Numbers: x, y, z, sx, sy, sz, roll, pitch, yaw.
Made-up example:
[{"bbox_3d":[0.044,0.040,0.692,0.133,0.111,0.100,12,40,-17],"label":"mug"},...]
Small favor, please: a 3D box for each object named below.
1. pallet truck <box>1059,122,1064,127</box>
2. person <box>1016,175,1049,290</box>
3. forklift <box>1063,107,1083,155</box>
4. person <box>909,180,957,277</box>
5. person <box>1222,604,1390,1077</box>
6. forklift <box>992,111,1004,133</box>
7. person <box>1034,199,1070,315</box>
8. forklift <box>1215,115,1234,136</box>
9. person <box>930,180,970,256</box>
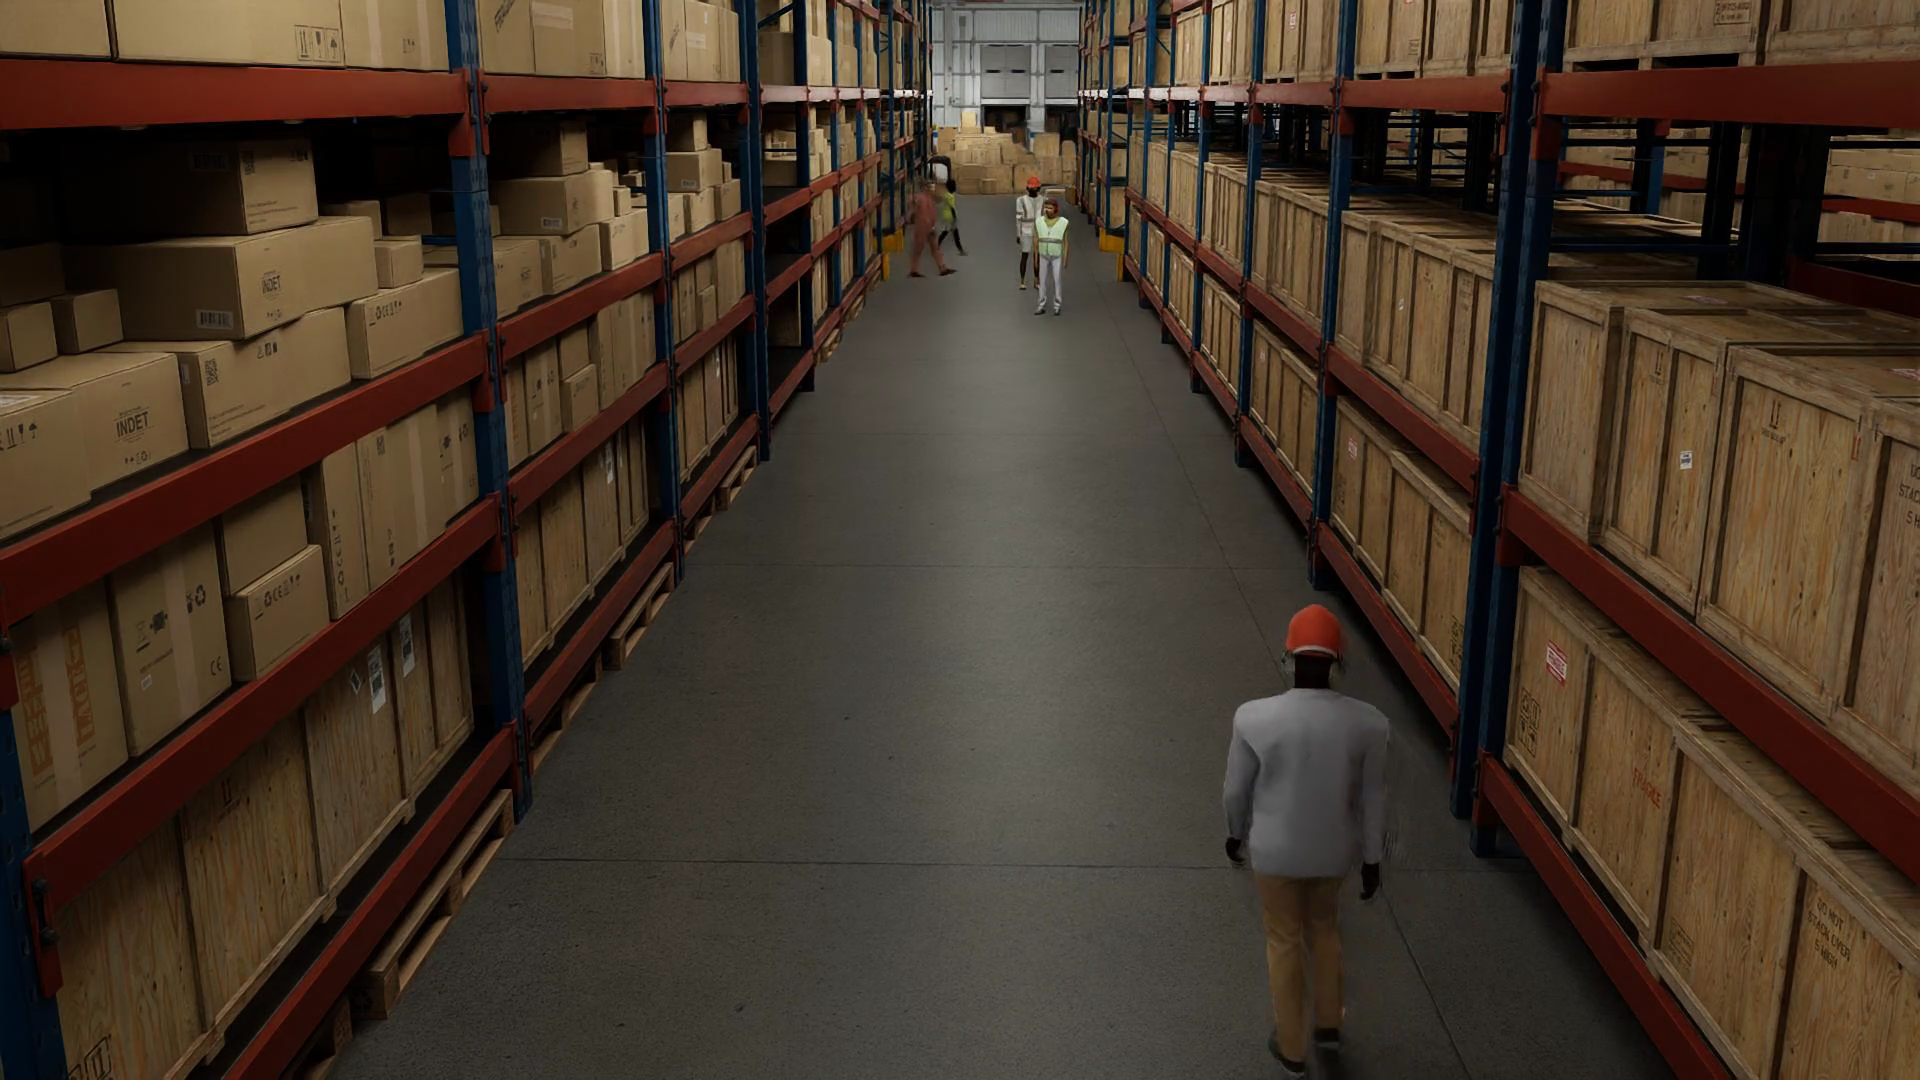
[{"bbox_3d":[5.788,-21.111,88.014,1.885,1.965,0.823,5,16,18],"label":"pallet truck"},{"bbox_3d":[1.313,-5.515,29.906,0.609,2.040,0.394,-2,15,-9],"label":"person"},{"bbox_3d":[5.273,-18.648,77.176,1.129,2.768,1.873,-7,17,-24],"label":"forklift"},{"bbox_3d":[-0.545,-5.963,31.915,0.971,1.860,0.655,5,16,17],"label":"person"},{"bbox_3d":[1.222,1.078,5.964,0.556,1.729,0.424,-2,15,-6],"label":"person"},{"bbox_3d":[1.448,-14.554,61.940,1.873,2.768,1.129,0,15,2],"label":"forklift"},{"bbox_3d":[1.464,-4.513,26.556,0.564,1.840,0.396,4,16,16],"label":"person"},{"bbox_3d":[7.971,-11.745,51.492,1.129,2.768,1.873,0,15,2],"label":"forklift"},{"bbox_3d":[-0.251,-6.994,36.140,0.873,1.655,0.540,-1,15,-5],"label":"person"}]
